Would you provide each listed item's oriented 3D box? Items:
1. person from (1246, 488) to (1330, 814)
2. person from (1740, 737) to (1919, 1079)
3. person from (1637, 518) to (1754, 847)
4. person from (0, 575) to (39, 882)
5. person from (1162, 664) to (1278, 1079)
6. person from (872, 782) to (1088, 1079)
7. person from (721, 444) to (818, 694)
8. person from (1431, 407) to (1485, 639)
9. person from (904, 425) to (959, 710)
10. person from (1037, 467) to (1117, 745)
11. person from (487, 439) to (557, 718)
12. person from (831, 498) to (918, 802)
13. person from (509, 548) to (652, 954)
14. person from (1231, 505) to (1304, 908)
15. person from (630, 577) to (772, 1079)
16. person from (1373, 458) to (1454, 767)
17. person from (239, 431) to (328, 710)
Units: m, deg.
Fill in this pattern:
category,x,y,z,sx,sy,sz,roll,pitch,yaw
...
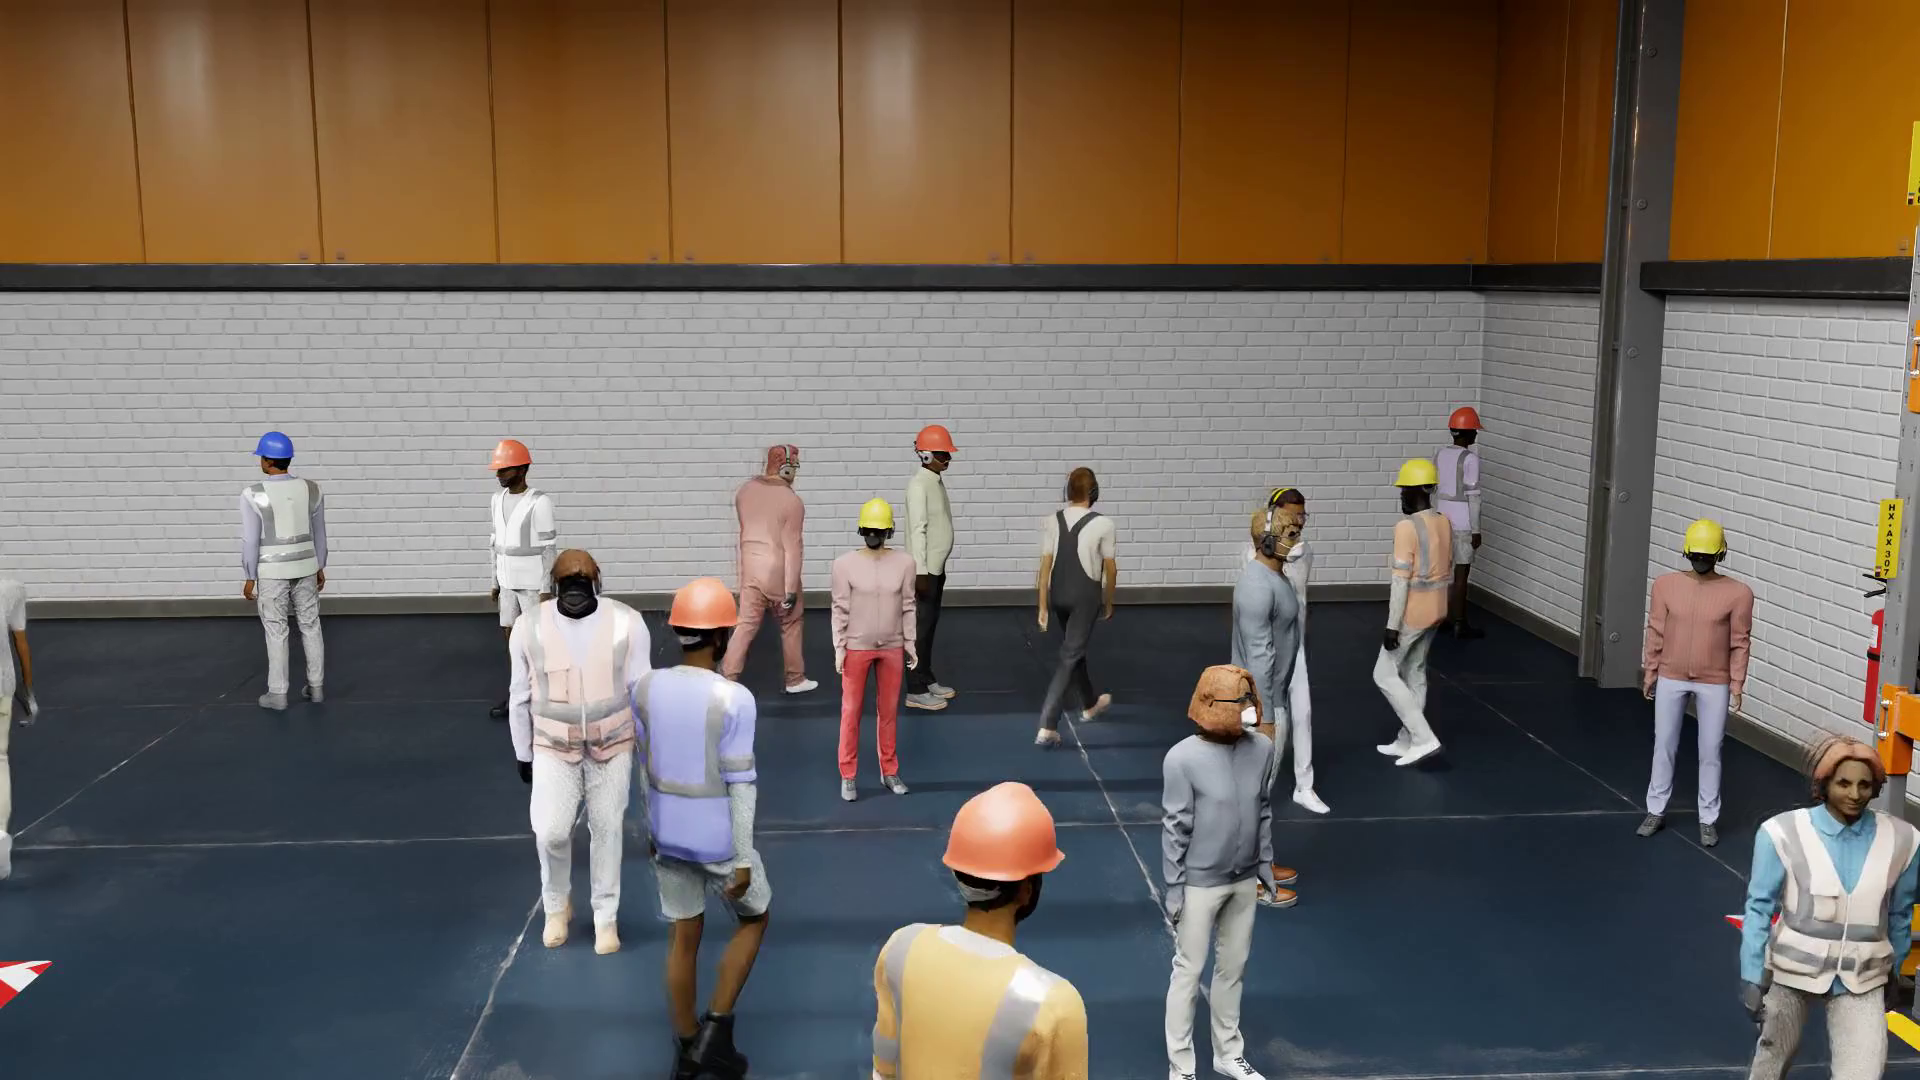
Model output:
category,x,y,z,sx,sy,sz,roll,pitch,yaw
person,1.806,0.594,9.653,0.528,1.841,0.921,-5,10,-27
person,2.778,1.393,5.377,0.533,1.591,0.871,2,9,11
person,3.916,0.752,8.876,0.522,1.762,0.320,5,11,31
person,-4.917,0.789,8.355,0.540,1.849,0.770,-9,12,-43
person,0.955,1.254,6.107,0.507,1.636,0.275,-5,11,-31
person,0.142,1.477,3.849,0.578,1.905,0.882,8,12,43
person,-1.366,0.246,11.747,0.635,1.863,0.962,6,11,32
person,4.185,-0.145,13.947,0.360,1.939,0.543,-4,10,-24
person,-0.202,0.180,11.726,0.397,1.992,0.621,2,9,11
person,0.769,0.422,10.922,0.488,1.785,1.057,6,11,35
person,-2.990,0.281,11.276,0.552,1.935,0.373,6,11,31
person,-0.488,0.628,9.645,0.526,1.765,0.329,-3,10,-21
person,-1.688,0.935,7.493,0.651,1.833,0.447,-2,9,-14
person,1.491,0.788,8.088,0.372,1.940,0.630,2,9,13
person,-0.959,1.092,6.240,0.546,1.925,0.396,4,10,23
person,2.785,0.454,10.247,0.471,1.914,0.649,8,12,42
person,-4.731,0.211,11.671,0.378,1.951,0.608,8,12,41
